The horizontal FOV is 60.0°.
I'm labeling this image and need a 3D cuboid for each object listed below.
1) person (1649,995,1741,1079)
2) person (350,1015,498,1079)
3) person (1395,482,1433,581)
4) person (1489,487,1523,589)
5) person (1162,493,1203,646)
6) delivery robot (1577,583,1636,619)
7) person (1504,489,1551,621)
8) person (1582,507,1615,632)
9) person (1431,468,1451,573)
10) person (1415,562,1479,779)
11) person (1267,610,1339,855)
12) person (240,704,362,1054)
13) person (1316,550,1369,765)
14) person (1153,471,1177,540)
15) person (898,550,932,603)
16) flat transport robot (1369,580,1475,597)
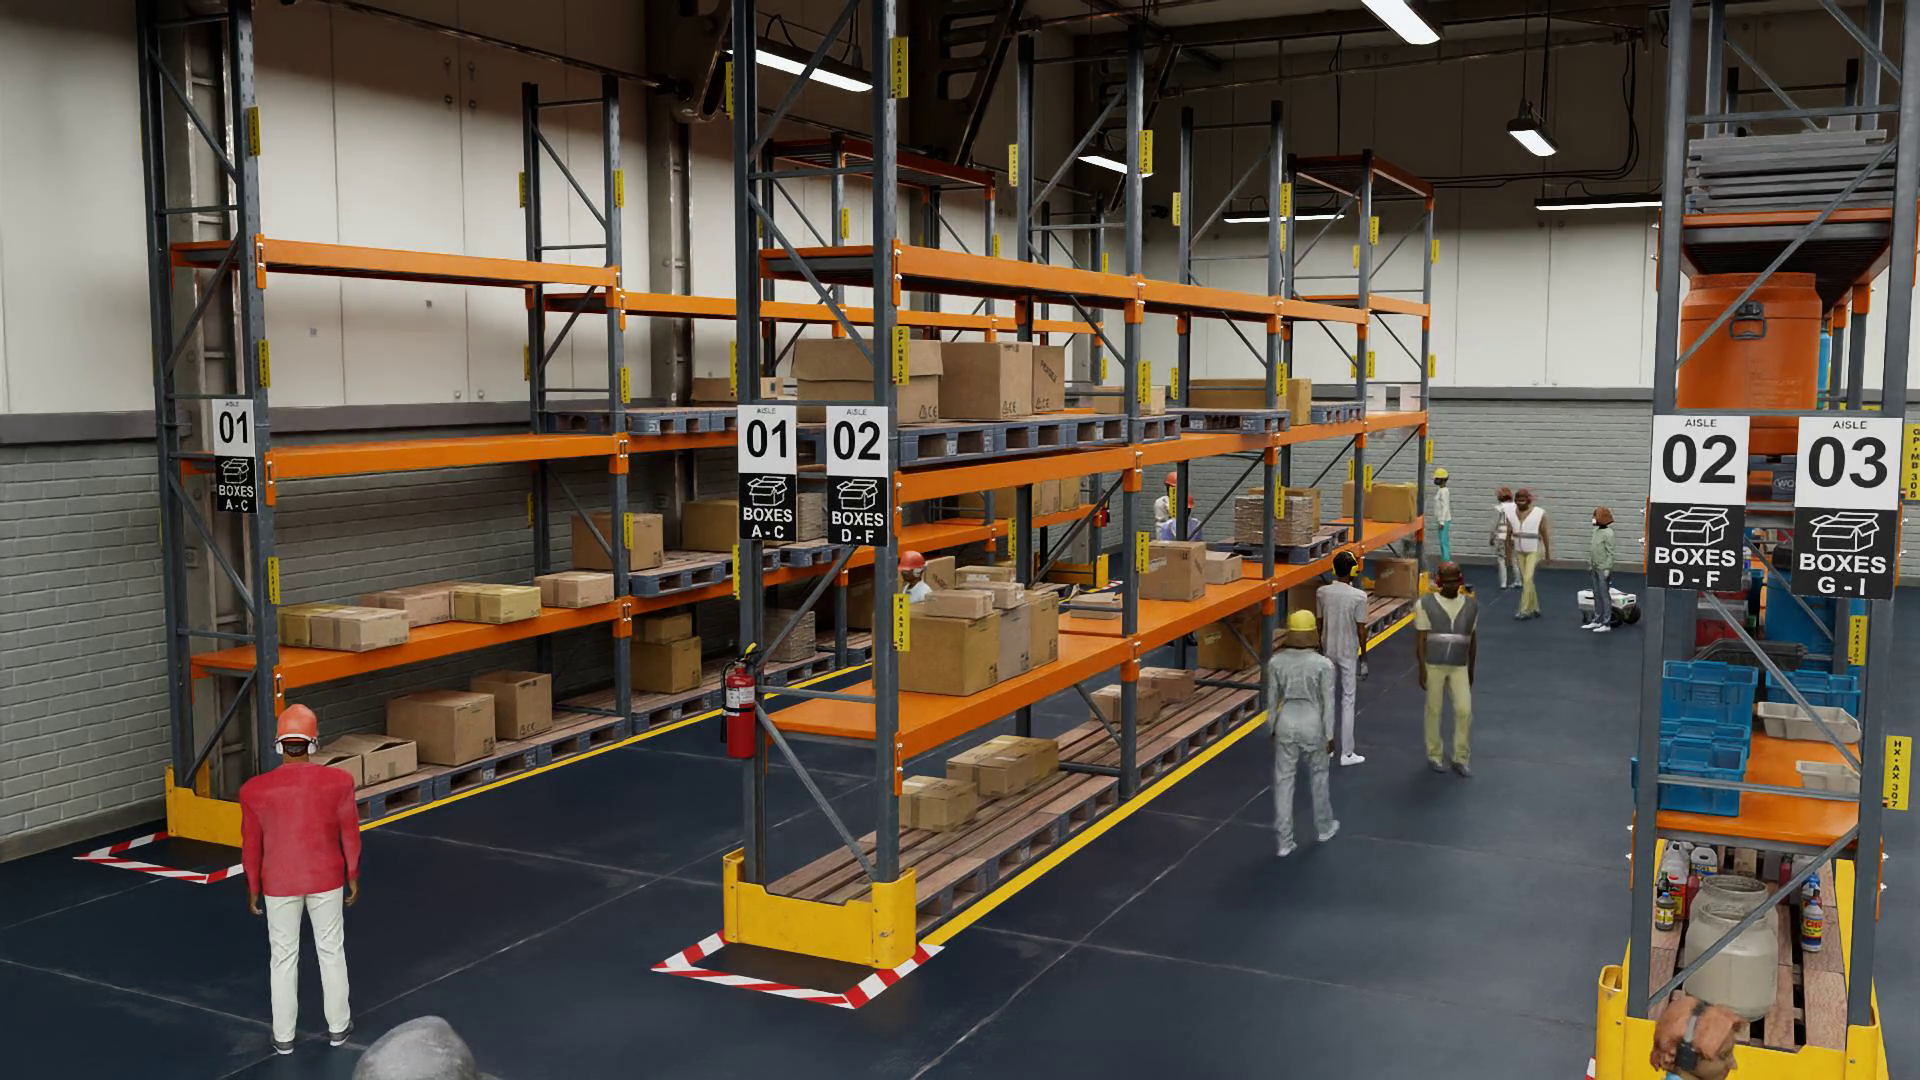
[{"bbox_3d":[2.081,2.121,4.806,0.307,1.637,0.512,4,7,37],"label":"person"},{"bbox_3d":[-1.152,2.038,3.672,0.537,2.000,0.675,-6,8,-44],"label":"person"},{"bbox_3d":[6.953,-0.046,25.628,0.864,1.693,0.490,-2,6,-16],"label":"person"},{"bbox_3d":[8.514,-0.021,25.837,0.575,1.602,0.348,-2,6,-20],"label":"person"},{"bbox_3d":[2.755,0.363,20.531,0.539,1.929,0.395,-2,6,-19],"label":"person"},{"bbox_3d":[8.659,0.812,22.291,0.477,0.478,0.707,-5,8,-41],"label":"delivery robot"},{"bbox_3d":[7.680,0.204,22.653,0.834,1.792,0.591,-5,8,-40],"label":"person"},{"bbox_3d":[8.362,0.383,21.718,0.276,1.633,0.507,0,6,-5],"label":"person"},{"bbox_3d":[8.079,-0.320,27.925,0.331,1.768,0.526,1,6,13],"label":"person"},{"bbox_3d":[4.105,1.091,13.962,0.563,1.811,0.687,0,6,-3],"label":"person"},{"bbox_3d":[2.471,1.350,11.928,0.508,1.706,0.823,3,7,27],"label":"person"},{"bbox_3d":[-3.310,1.695,8.382,0.563,1.752,0.327,-3,6,-23],"label":"person"},{"bbox_3d":[3.318,1.020,14.463,0.510,1.861,0.329,5,8,41],"label":"person"},{"bbox_3d":[2.905,0.075,22.767,0.388,2.040,0.605,5,8,40],"label":"person"},{"bbox_3d":[-0.434,0.966,15.505,0.347,1.745,0.563,-2,6,-22],"label":"person"},{"bbox_3d":[6.889,0.731,24.896,1.431,0.197,0.652,6,8,43],"label":"flat transport robot"}]
